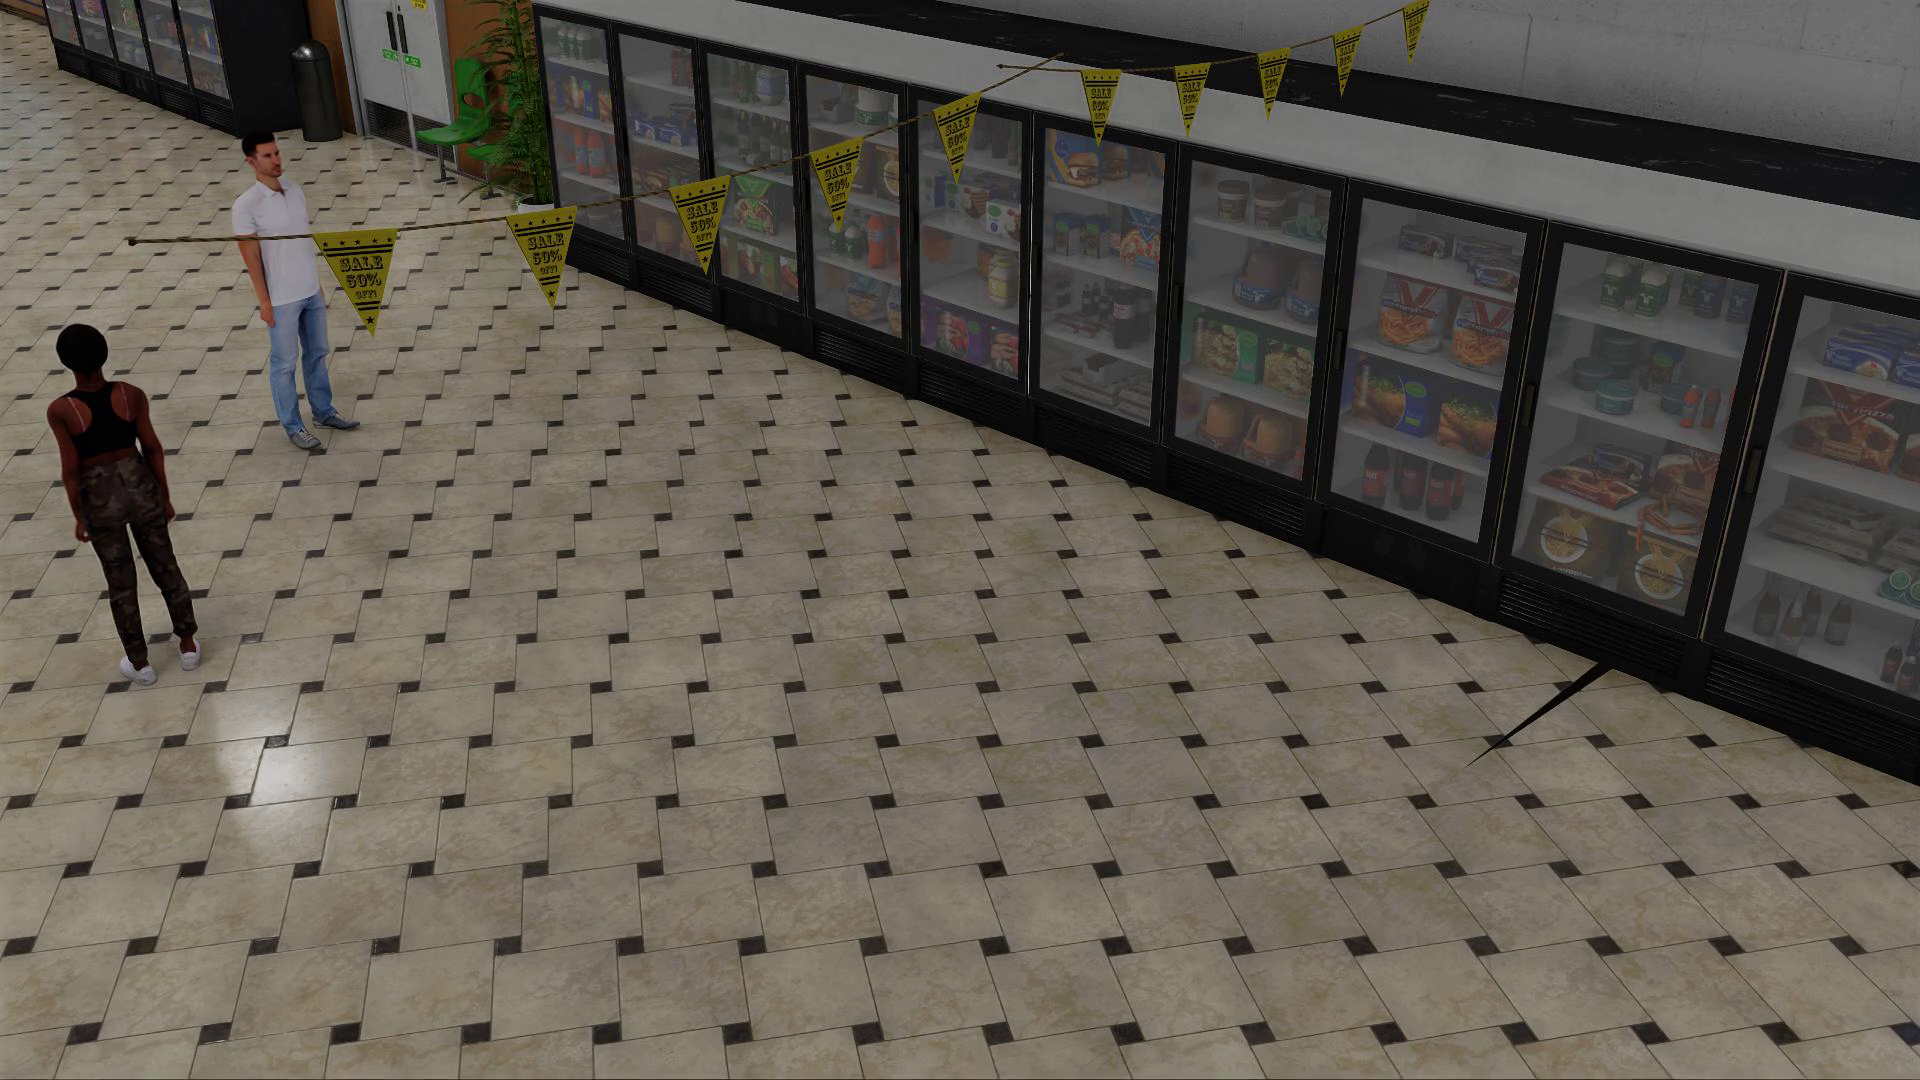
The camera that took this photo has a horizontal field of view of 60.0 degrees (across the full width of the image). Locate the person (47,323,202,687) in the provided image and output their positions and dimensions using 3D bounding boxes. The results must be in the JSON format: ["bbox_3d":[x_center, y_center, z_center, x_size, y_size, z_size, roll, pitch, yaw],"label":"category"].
[{"bbox_3d":[-3.709,-0.154,7.360,0.479,1.700,0.651,-21,34,-35],"label":"person"}]

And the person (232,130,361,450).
[{"bbox_3d":[-3.952,-1.481,9.792,0.807,1.867,0.645,11,29,21],"label":"person"}]
